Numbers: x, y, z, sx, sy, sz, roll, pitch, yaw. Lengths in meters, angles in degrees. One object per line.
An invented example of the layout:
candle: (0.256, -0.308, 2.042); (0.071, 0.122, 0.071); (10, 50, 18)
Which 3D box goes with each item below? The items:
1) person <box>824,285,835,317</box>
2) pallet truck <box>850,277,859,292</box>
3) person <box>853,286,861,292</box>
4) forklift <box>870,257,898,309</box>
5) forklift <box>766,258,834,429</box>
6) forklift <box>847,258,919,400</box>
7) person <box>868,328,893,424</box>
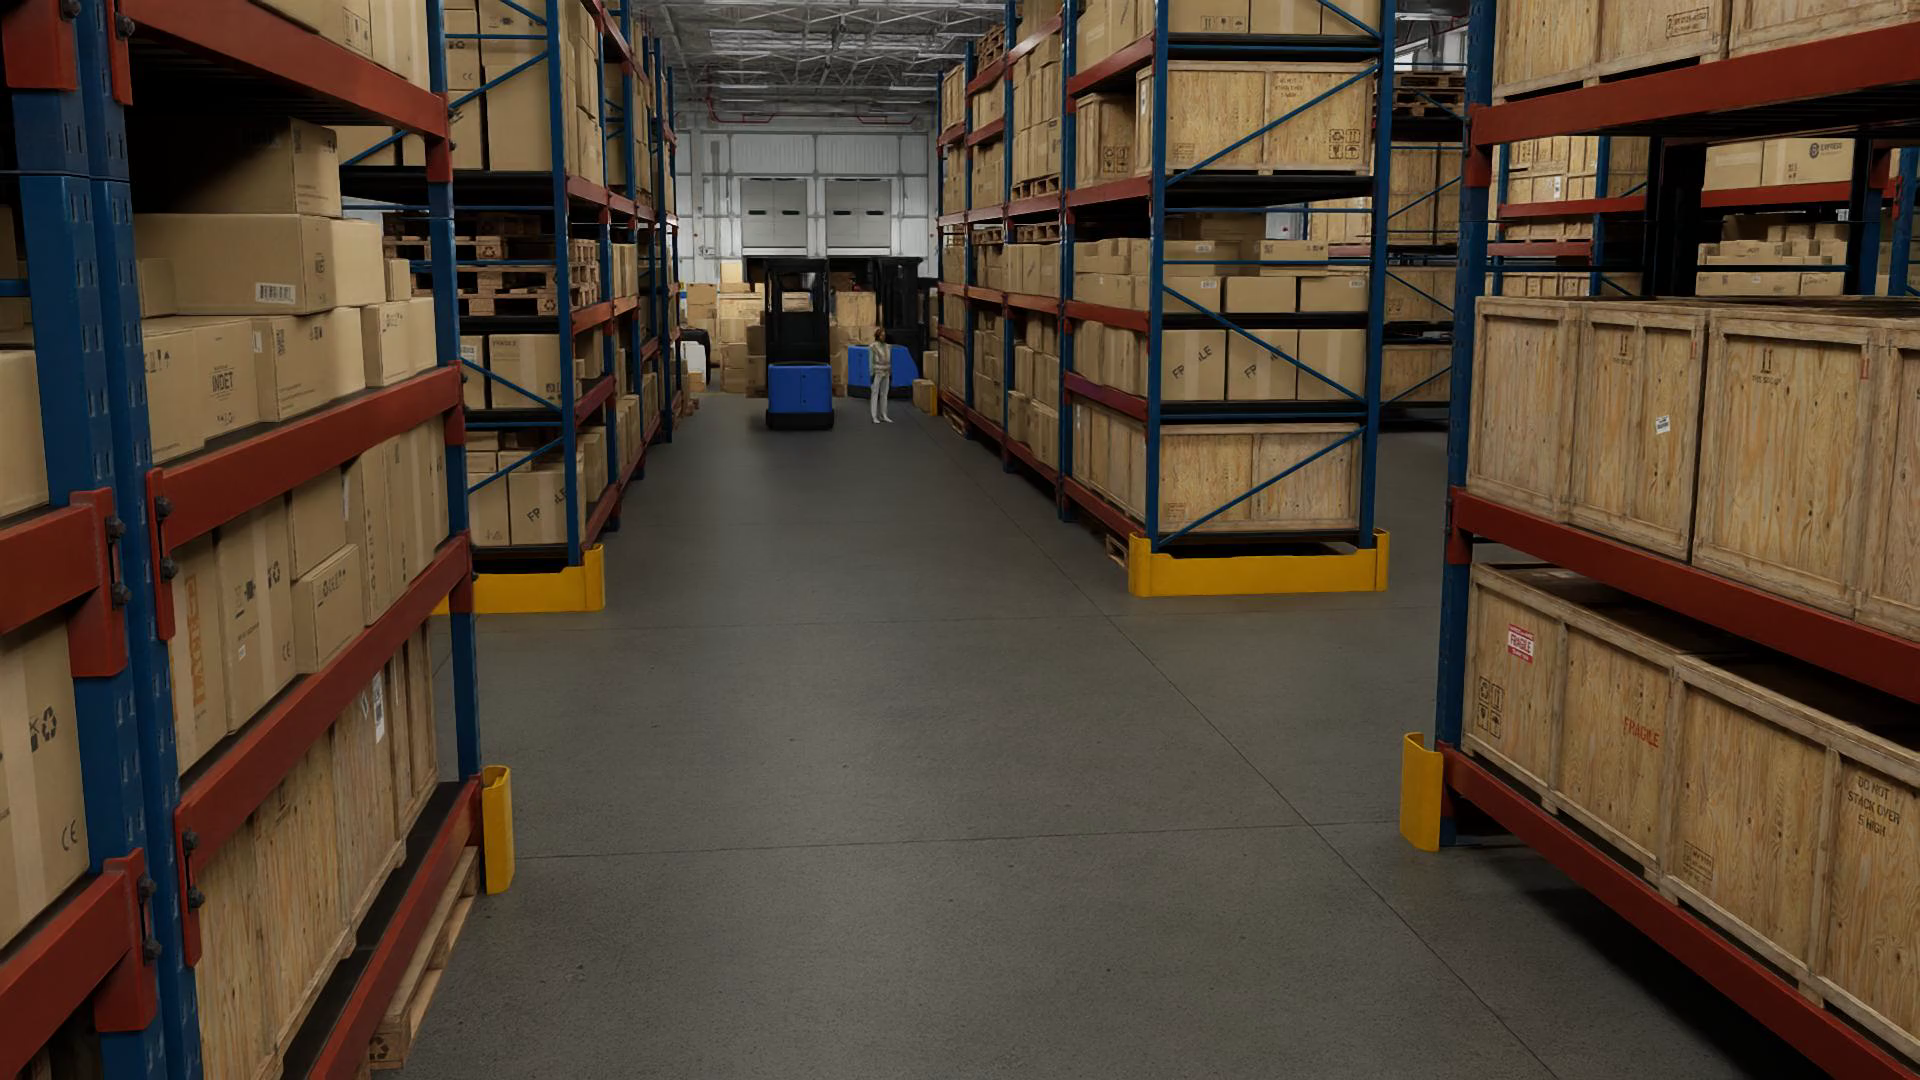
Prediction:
person: (-4.175, -7.464, 54.876); (0.649, 1.907, 0.474); (2, 10, 11)
pallet truck: (-3.782, -9.391, 65.808); (1.885, 1.965, 0.823); (2, 10, 10)
person: (-3.292, -7.281, 53.825); (0.550, 1.903, 0.949); (-4, 10, -21)
forklift: (-2.190, -6.798, 48.143); (1.873, 2.768, 1.129); (-8, 13, -39)
forklift: (-2.713, -3.320, 27.891); (1.129, 2.768, 1.873); (-1, 10, -7)
forklift: (-1.228, -4.208, 33.066); (1.873, 2.768, 1.129); (-7, 12, -36)
person: (-1.365, -2.823, 28.611); (0.306, 1.640, 0.522); (9, 13, 42)
